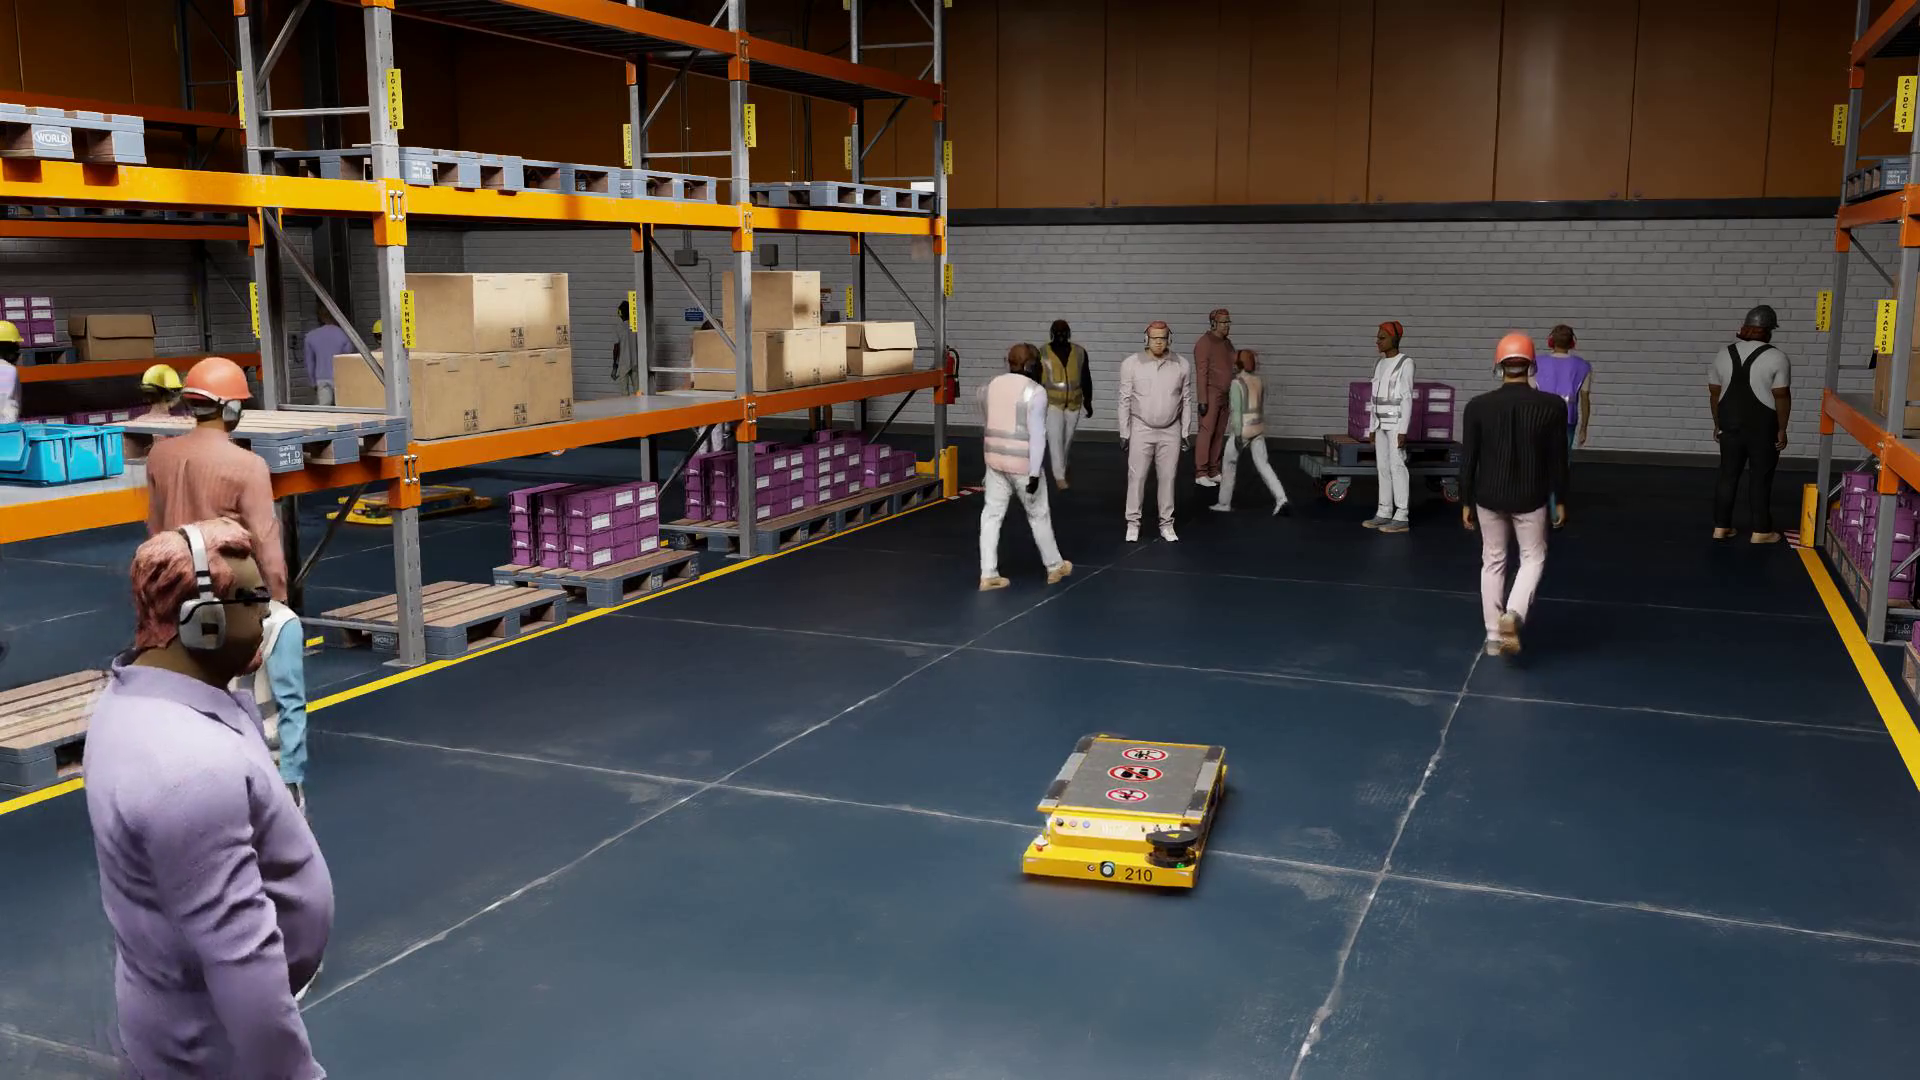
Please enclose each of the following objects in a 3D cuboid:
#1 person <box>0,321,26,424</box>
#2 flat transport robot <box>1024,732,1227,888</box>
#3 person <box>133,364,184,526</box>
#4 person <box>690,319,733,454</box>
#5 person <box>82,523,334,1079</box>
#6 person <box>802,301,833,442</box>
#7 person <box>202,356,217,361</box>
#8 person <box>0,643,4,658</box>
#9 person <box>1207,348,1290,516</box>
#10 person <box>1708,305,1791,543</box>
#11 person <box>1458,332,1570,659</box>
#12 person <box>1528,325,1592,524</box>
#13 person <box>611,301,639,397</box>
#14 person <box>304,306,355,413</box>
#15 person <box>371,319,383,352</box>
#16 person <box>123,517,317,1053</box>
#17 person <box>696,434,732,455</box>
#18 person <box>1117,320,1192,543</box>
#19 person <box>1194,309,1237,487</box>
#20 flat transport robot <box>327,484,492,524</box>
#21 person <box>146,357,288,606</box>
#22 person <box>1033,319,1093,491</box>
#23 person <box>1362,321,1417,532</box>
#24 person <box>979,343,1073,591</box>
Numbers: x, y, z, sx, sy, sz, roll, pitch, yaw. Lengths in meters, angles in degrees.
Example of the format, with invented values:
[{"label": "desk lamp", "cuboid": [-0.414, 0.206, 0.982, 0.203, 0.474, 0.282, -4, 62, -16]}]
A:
[{"label": "person", "cuboid": [-8.222, -0.902, 14.121, 0.593, 1.909, 0.662, 7, 11, 35]}, {"label": "flat transport robot", "cuboid": [0.729, 1.093, 6.968, 0.652, 0.197, 1.431, 2, 10, 14]}, {"label": "person", "cuboid": [-5.020, -0.232, 10.517, 0.540, 1.750, 0.416, 4, 10, 25]}, {"label": "person", "cuboid": [-2.342, -1.156, 15.772, 0.514, 1.869, 0.327, 8, 12, 40]}, {"label": "person", "cuboid": [-1.361, 0.907, 3.175, 0.480, 1.899, 0.670, -5, 11, -28]}, {"label": "person", "cuboid": [-1.948, -2.283, 22.388, 0.551, 1.935, 0.375, -7, 12, -35]}, {"label": "person", "cuboid": [-6.557, -0.821, 14.591, 0.905, 1.585, 0.514, -8, 13, -41]}, {"label": "person", "cuboid": [-5.621, -0.114, 8.977, 0.619, 2.029, 0.508, 4, 10, 25]}, {"label": "person", "cuboid": [2.773, -1.021, 15.779, 0.522, 1.599, 0.852, -9, 13, -44]}, {"label": "person", "cuboid": [6.831, -1.002, 14.312, 0.538, 2.000, 0.690, -7, 11, -35]}, {"label": "person", "cuboid": [3.292, -0.246, 9.927, 0.635, 1.979, 0.656, 4, 10, 25]}, {"label": "person", "cuboid": [5.482, -1.060, 15.305, 0.591, 1.825, 0.470, 2, 10, 12]}, {"label": "person", "cuboid": [-4.747, -2.474, 23.747, 0.520, 1.873, 0.335, -7, 12, -37]}, {"label": "person", "cuboid": [-7.742, -1.961, 20.622, 0.644, 1.873, 1.035, 0, 9, -2]}, {"label": "person", "cuboid": [-6.461, -1.599, 18.765, 0.325, 1.767, 0.533, 4, 10, 25]}, {"label": "person", "cuboid": [-2.253, 0.742, 5.067, 0.542, 1.603, 0.808, 1, 9, 8]}, {"label": "person", "cuboid": [-2.615, -1.342, 17.636, 0.497, 1.622, 0.520, -4, 10, -21]}, {"label": "person", "cuboid": [1.675, -0.922, 14.242, 0.652, 1.904, 0.402, -1, 9, -5]}, {"label": "person", "cuboid": [2.776, -1.531, 17.925, 0.401, 1.907, 0.646, 7, 12, 38]}, {"label": "flat transport robot", "cuboid": [-5.179, -0.348, 15.703, 0.652, 0.197, 1.431, 5, 11, 29]}, {"label": "person", "cuboid": [-3.158, 0.210, 7.149, 0.659, 1.978, 0.440, 4, 10, 21]}, {"label": "person", "cuboid": [1.087, -1.467, 17.861, 0.618, 1.805, 0.944, -2, 10, -13]}, {"label": "person", "cuboid": [3.847, -1.009, 14.875, 0.352, 1.879, 0.578, -3, 10, -17]}, {"label": "person", "cuboid": [0.465, -0.547, 12.282, 0.639, 1.798, 0.900, 8, 12, 38]}]
